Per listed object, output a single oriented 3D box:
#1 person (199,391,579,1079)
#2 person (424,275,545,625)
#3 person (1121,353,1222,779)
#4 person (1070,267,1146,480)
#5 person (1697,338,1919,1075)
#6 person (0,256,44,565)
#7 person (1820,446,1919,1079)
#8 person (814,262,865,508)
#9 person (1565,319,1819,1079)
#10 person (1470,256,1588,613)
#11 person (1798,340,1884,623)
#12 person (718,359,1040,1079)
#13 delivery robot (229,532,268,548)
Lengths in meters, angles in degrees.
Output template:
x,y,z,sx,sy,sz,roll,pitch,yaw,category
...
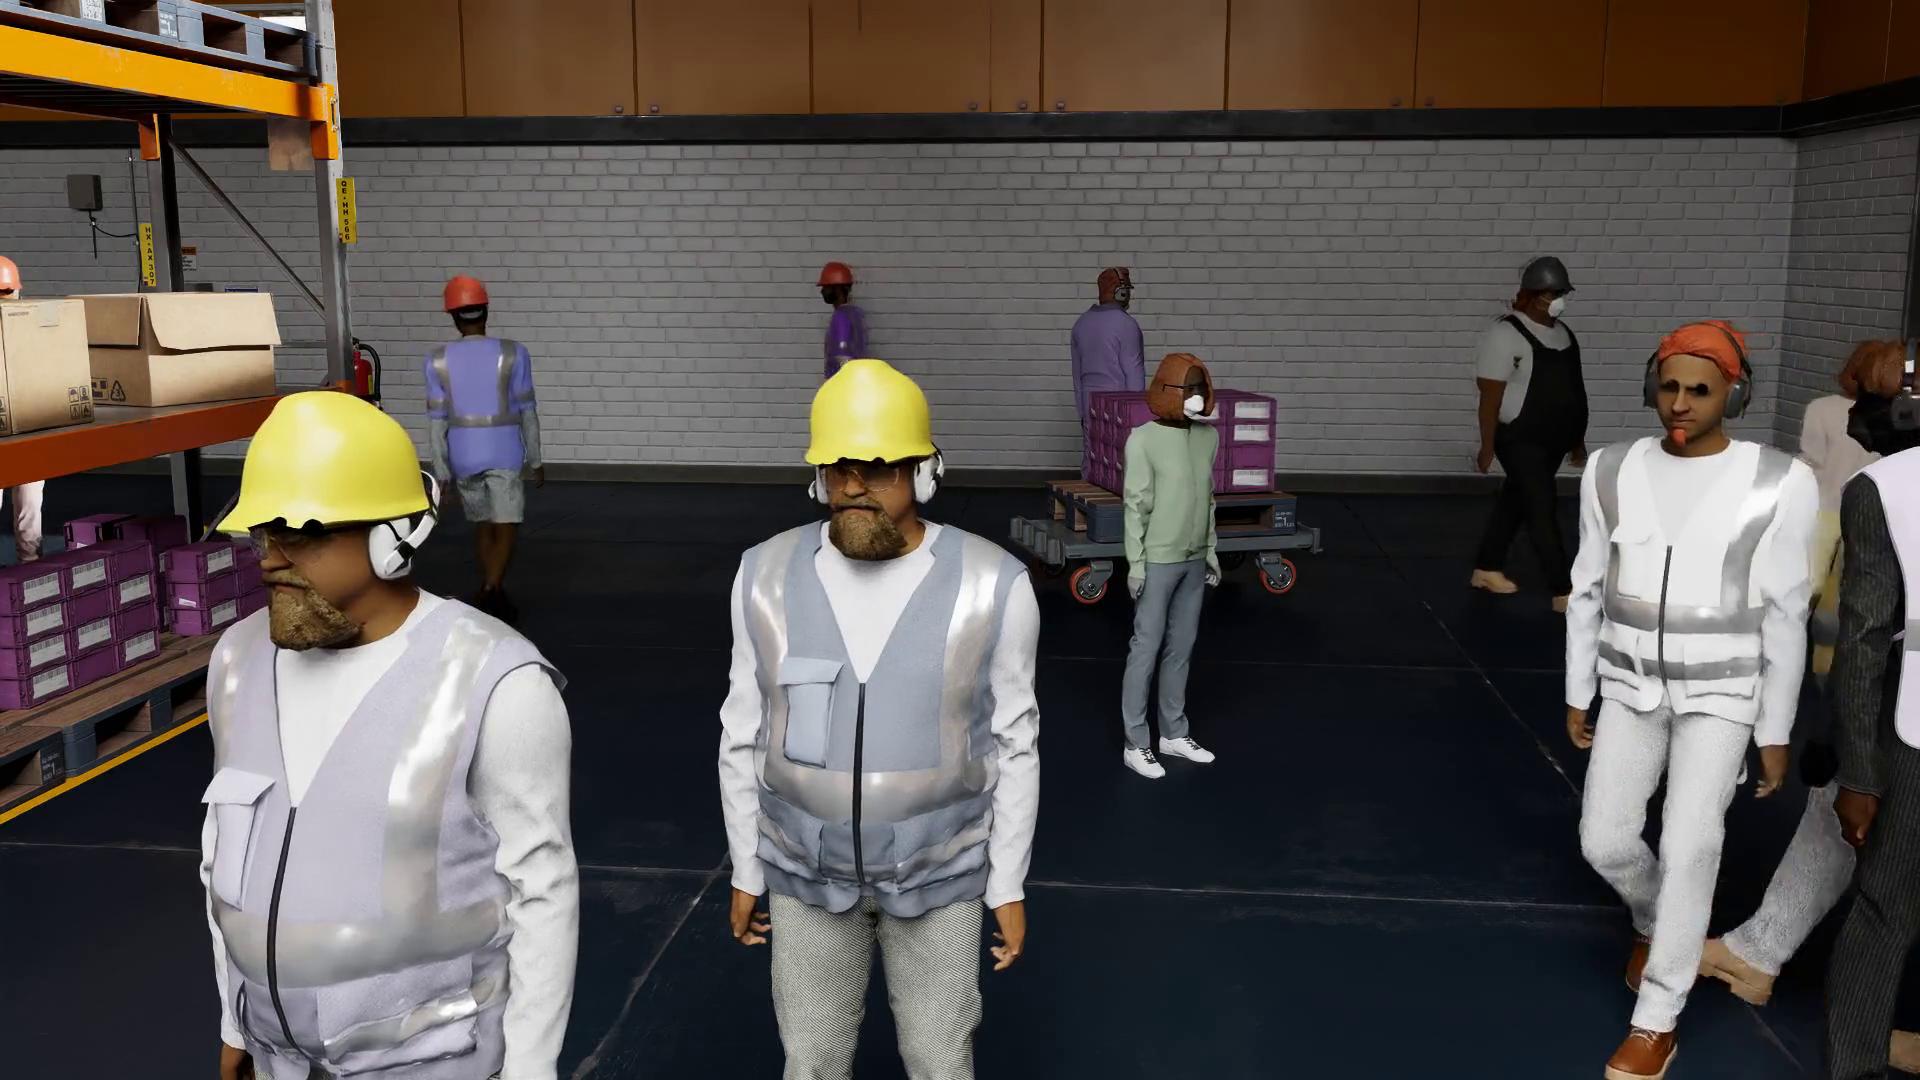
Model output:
x,y,z,sx,sy,sz,roll,pitch,yaw,category
-0.845,0.699,2.405,0.602,1.830,0.404,3,10,19,person
-2.471,-0.414,8.599,0.557,1.901,0.901,0,10,-2,person
0.827,0.092,6.450,0.507,1.631,0.265,-9,13,-41,person
1.025,-0.855,11.088,0.407,1.910,0.640,-7,12,-35,person
2.214,0.409,4.148,0.906,1.800,0.652,7,12,36,person
-5.371,-0.599,9.382,0.396,1.990,0.621,5,11,27,person
2.122,0.458,3.538,0.593,1.920,0.392,-2,10,-9,person
-0.930,-1.185,12.917,0.417,1.922,0.561,1,10,7,person
1.792,0.386,4.124,0.582,1.865,0.557,9,13,42,person
3.307,-0.638,9.465,0.692,2.000,1.007,-7,12,-34,person
4.072,-0.112,7.640,0.538,1.617,0.606,1,10,8,person
-0.153,0.588,3.039,0.591,1.833,0.403,1,10,6,person
-4.193,-0.106,10.399,0.707,0.478,0.477,-1,10,-6,delivery robot
